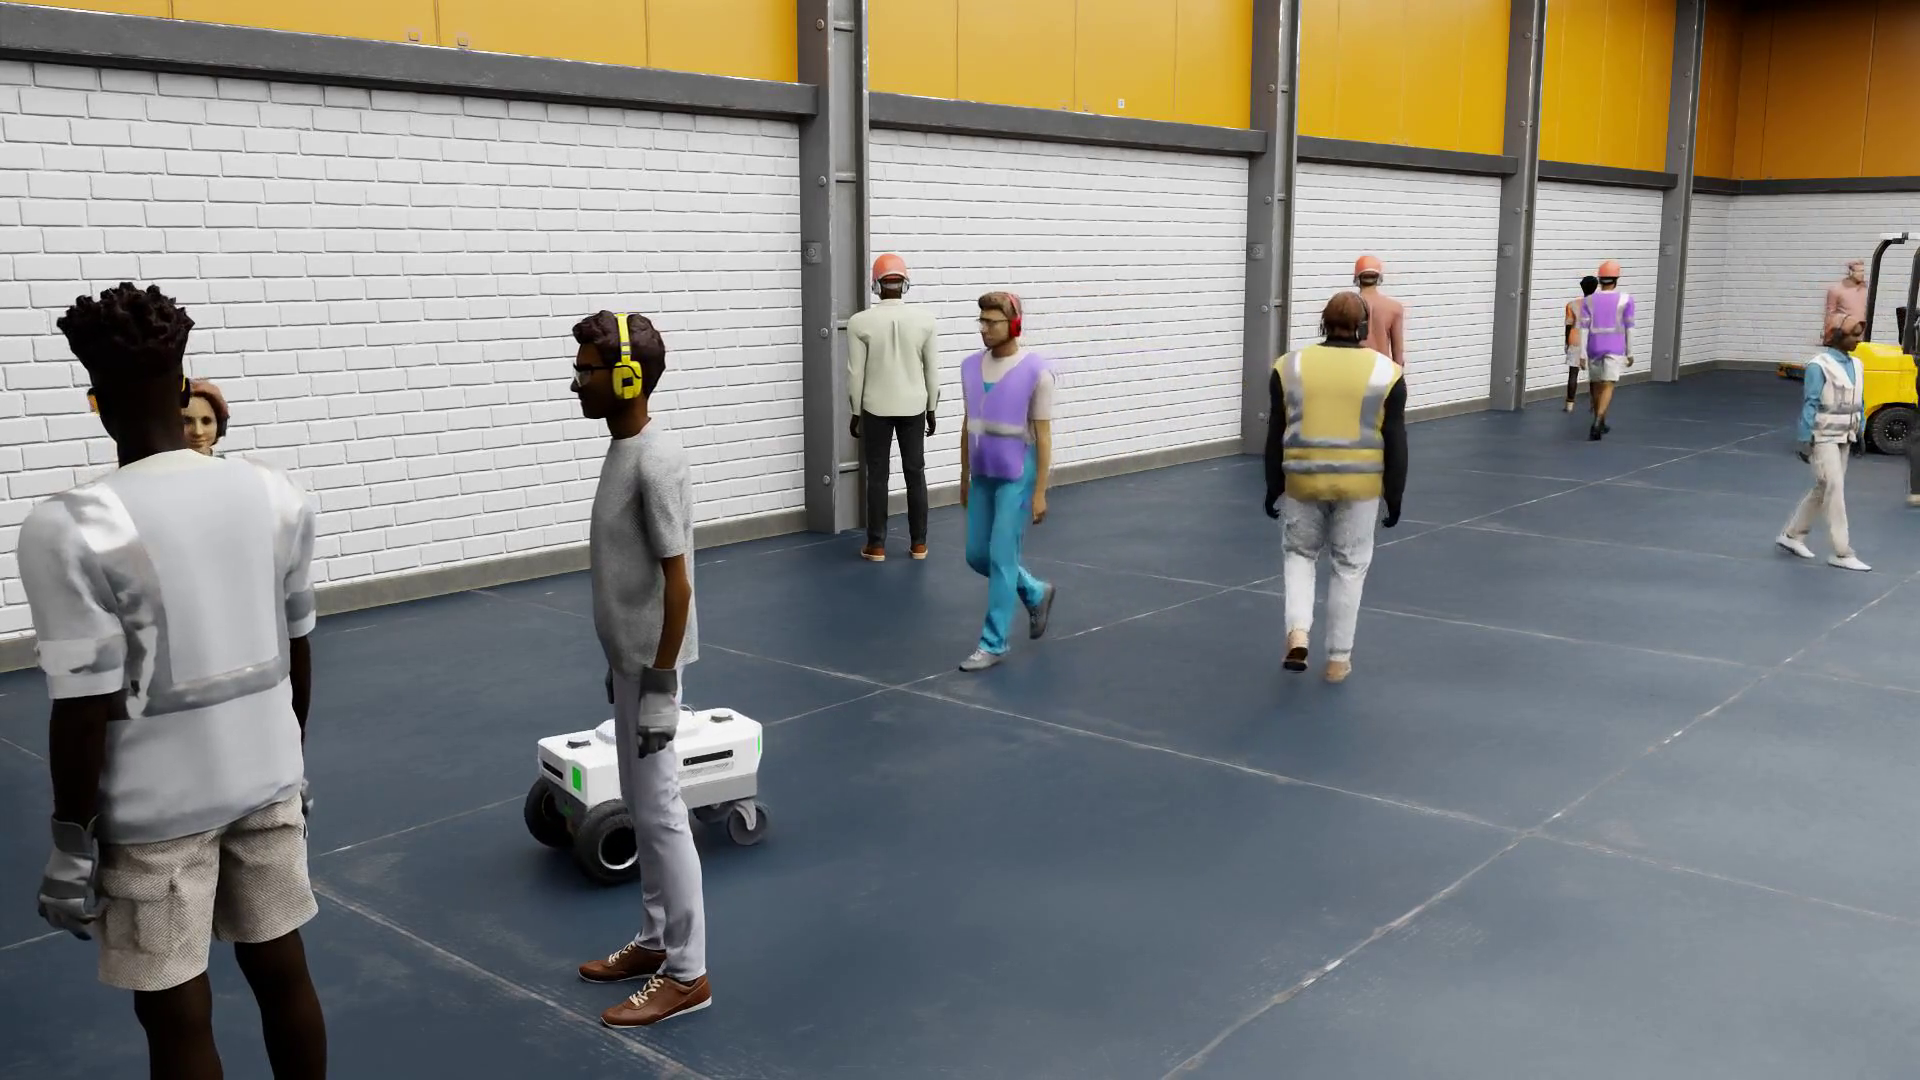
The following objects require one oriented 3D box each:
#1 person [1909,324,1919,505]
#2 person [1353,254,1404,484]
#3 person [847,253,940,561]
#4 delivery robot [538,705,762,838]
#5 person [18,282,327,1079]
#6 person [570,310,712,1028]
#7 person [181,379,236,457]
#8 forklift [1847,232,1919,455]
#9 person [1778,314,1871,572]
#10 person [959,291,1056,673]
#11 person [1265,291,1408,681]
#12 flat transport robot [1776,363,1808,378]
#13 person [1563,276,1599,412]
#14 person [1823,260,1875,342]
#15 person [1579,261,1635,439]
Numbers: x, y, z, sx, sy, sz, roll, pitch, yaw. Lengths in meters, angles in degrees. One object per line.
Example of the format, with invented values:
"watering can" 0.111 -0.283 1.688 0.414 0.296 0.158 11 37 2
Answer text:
"person" 7.761 -1.168 13.051 0.518 1.828 0.550 -2 10 -9
"person" 3.402 -1.404 13.963 0.623 1.977 0.518 0 10 1
"person" -0.433 -0.854 10.799 0.611 1.995 0.377 -2 10 -14
"delivery robot" -1.026 0.738 5.566 0.707 0.478 0.477 -7 12 -34
"person" -1.507 0.489 3.245 0.371 1.961 0.602 5 11 27
"person" -0.850 0.338 4.366 0.312 1.869 0.536 -4 11 -21
"person" -2.367 0.304 5.244 0.533 1.621 0.402 -7 12 -34
"forklift" 9.955 -1.972 16.595 2.313 2.155 1.214 1 10 8
"person" 5.608 -0.642 10.678 0.533 1.613 0.702 -6 12 -31
"person" 0.241 -0.296 8.094 0.666 1.827 0.575 -10 14 -44
"person" 1.745 -0.234 7.731 0.656 1.831 0.430 3 11 19
"flat transport robot" 13.215 -2.592 25.596 0.652 0.197 1.431 0 10 2
"person" 7.735 -2.418 20.577 0.527 1.691 0.321 2 10 13
"person" 11.961 -2.841 22.477 0.658 1.878 0.841 -1 10 -3
"person" 6.901 -2.034 17.816 0.543 1.903 0.948 7 12 33
